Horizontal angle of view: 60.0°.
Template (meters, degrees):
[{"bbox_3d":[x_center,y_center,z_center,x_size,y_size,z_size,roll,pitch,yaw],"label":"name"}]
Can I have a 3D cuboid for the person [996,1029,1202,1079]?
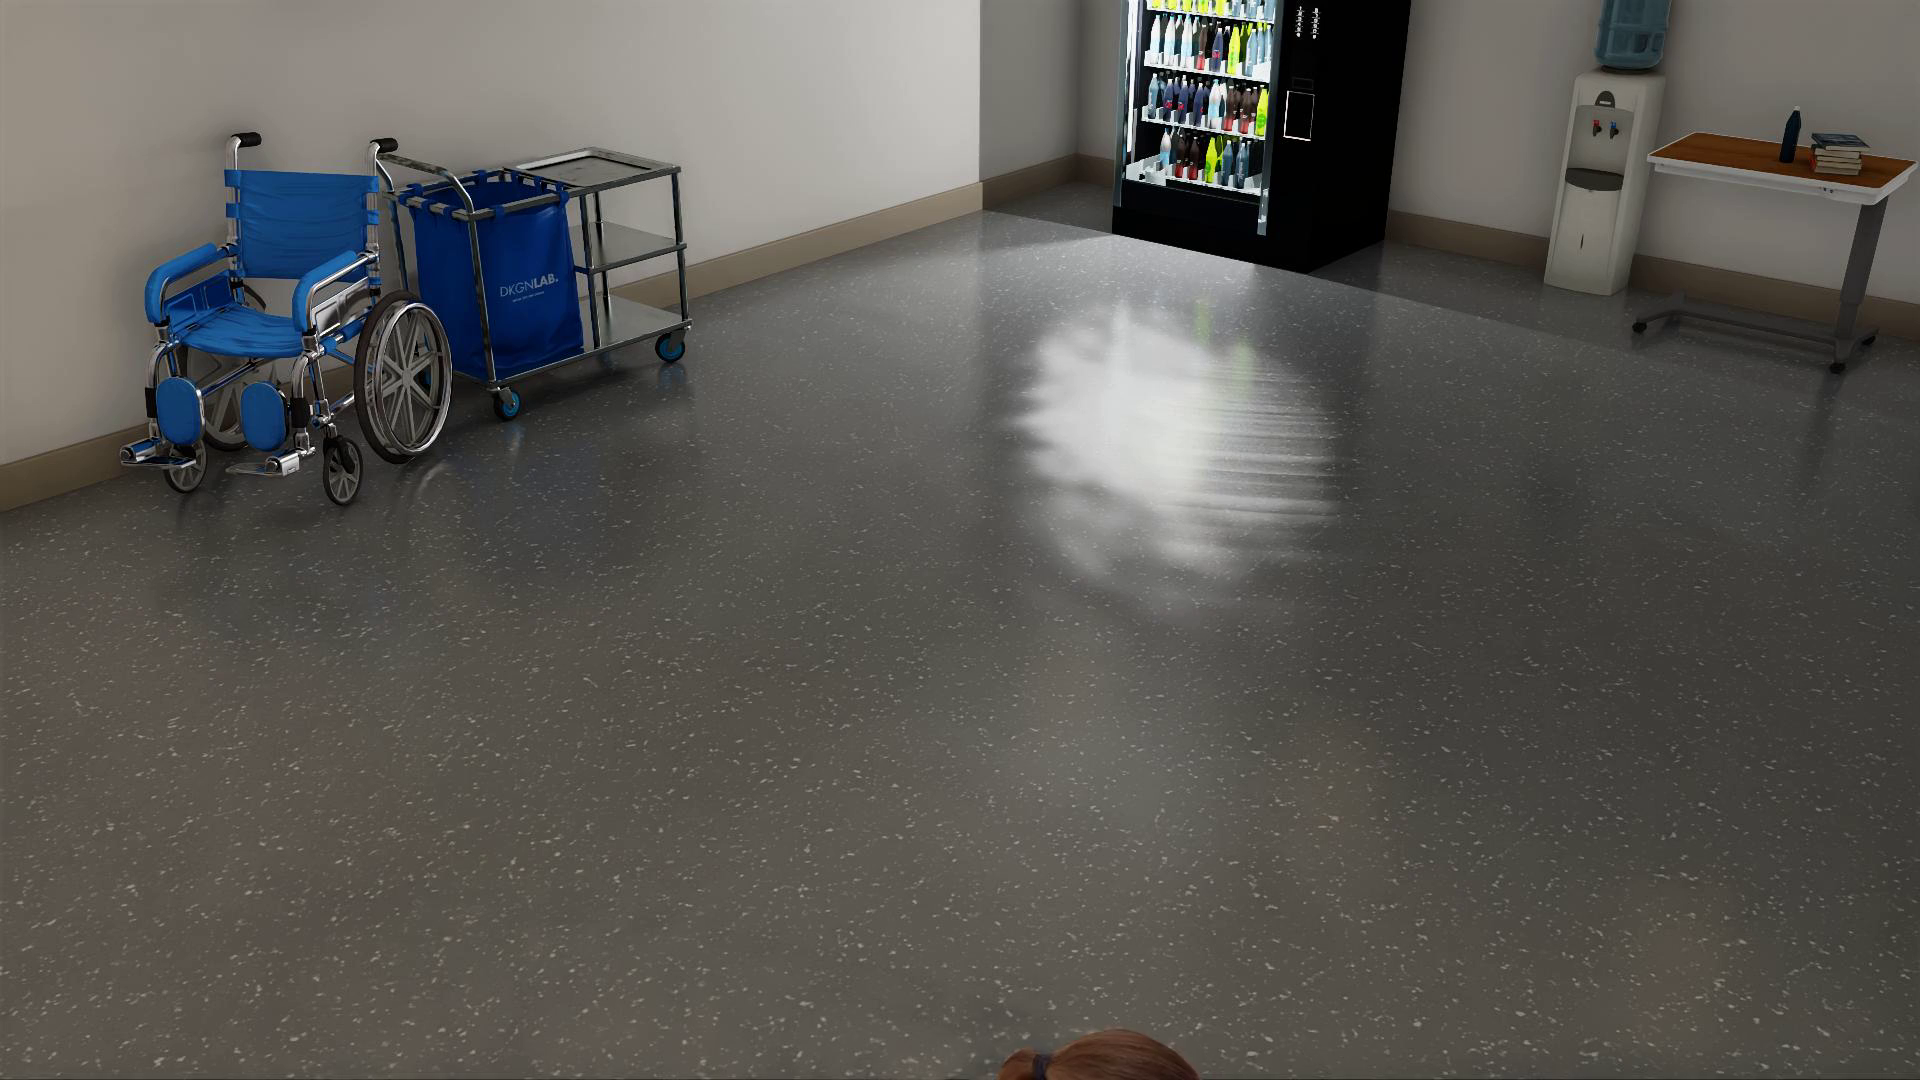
[{"bbox_3d":[0.112,1.074,1.964,0.691,1.267,0.643,5,26,10],"label":"person"}]
